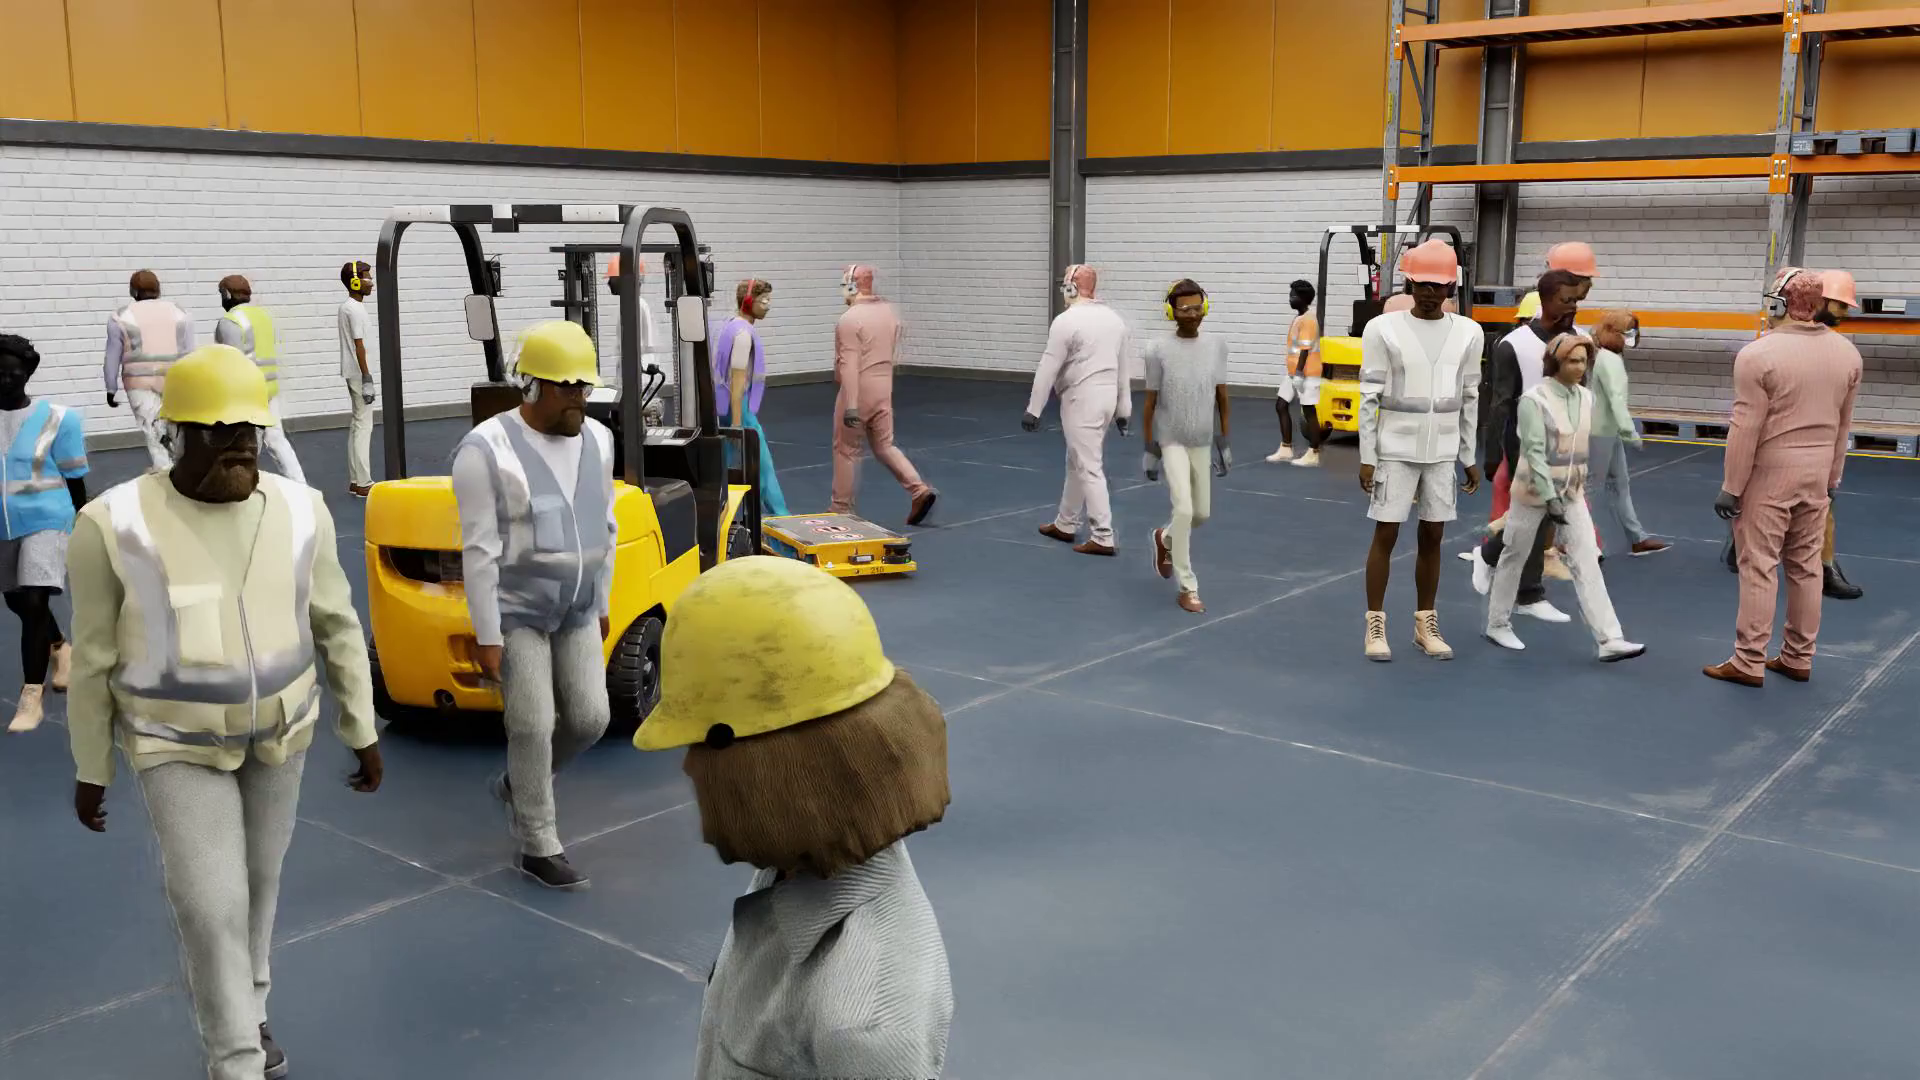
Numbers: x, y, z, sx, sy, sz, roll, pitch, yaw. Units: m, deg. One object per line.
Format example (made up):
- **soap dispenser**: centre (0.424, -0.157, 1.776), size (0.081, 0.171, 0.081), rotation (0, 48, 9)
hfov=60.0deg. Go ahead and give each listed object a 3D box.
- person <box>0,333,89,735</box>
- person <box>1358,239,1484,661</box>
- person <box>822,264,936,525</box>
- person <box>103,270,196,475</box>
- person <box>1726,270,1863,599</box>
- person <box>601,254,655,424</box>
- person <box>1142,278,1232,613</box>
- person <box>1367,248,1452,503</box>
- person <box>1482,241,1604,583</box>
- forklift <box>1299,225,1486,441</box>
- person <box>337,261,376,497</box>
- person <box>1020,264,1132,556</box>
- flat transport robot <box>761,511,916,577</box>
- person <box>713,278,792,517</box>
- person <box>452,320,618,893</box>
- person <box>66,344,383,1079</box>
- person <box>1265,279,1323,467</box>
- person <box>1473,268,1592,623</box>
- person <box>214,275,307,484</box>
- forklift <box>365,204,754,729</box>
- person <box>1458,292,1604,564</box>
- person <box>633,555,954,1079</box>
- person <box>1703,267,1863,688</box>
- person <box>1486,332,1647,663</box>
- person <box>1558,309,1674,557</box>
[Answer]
- **person**: centre (-4.011, -0.071, 7.170), size (0.522, 1.660, 0.860), rotation (-1, 10, -6)
- **person**: centre (2.225, -0.419, 8.037), size (0.605, 2.036, 0.393), rotation (-1, 10, -5)
- **person**: centre (-0.626, -1.022, 11.865), size (0.855, 1.875, 0.655), rotation (7, 12, 32)
- **person**: centre (-6.373, -1.208, 13.068), size (0.657, 1.791, 0.941), rotation (-10, 14, -43)
- **person**: centre (4.904, -0.641, 9.751), size (0.533, 1.877, 1.035), rotation (-3, 11, -14)
- **person**: centre (-2.699, -1.264, 13.046), size (0.780, 1.913, 0.571), rotation (-1, 10, -7)
- **person**: centre (1.233, -0.549, 9.344), size (0.508, 1.836, 0.767), rotation (-3, 11, -18)
- **person**: centre (3.504, -1.270, 12.939), size (0.633, 1.971, 0.734), rotation (-2, 10, -13)
- **person**: centre (3.493, -0.751, 9.894), size (0.533, 2.024, 0.622), rotation (4, 11, 23)
- **forklift**: centre (4.449, -2.115, 16.993), size (1.214, 2.155, 2.313), rotation (8, 13, 38)
- **person**: centre (-4.749, -1.272, 13.236), size (0.328, 1.868, 0.512), rotation (-6, 12, -29)
- **person**: centre (0.731, -0.855, 10.923), size (0.891, 1.870, 0.674), rotation (8, 13, 39)
- **flat transport robot**: centre (-0.847, 0.012, 10.535), size (0.652, 0.197, 1.431), rotation (-5, 11, -24)
- **person**: centre (-1.441, -0.844, 11.090), size (0.970, 1.785, 0.636), rotation (-3, 11, -16)
- **person**: centre (-1.317, 0.208, 5.232), size (0.562, 1.803, 0.599), rotation (8, 13, 38)
- **person**: centre (-1.627, 0.464, 3.795), size (0.830, 1.794, 0.632), rotation (10, 14, 44)
- **person**: centre (2.981, -1.487, 14.914), size (0.593, 1.674, 0.558), rotation (0, 10, -1)
- **person**: centre (3.088, -0.536, 9.098), size (0.599, 1.892, 0.761), rotation (-5, 12, -28)
- **person**: centre (-5.355, -1.097, 12.538), size (0.958, 1.783, 0.669), rotation (2, 10, 10)
- **forklift**: centre (-1.766, -0.406, 7.525), size (1.214, 2.155, 2.313), rotation (1, 10, 7)
- **person**: centre (3.584, -0.662, 10.240), size (0.538, 1.726, 0.894), rotation (-9, 14, -42)
- **person**: centre (-0.158, 0.867, 1.747), size (0.315, 1.735, 0.483), rotation (-2, 10, -12)
- **person**: centre (3.739, -0.279, 7.607), size (0.641, 1.913, 0.407), rotation (-3, 11, -17)
- **person**: centre (2.896, -0.194, 8.015), size (0.506, 1.589, 0.892), rotation (-5, 11, -25)
- **person**: centre (4.180, -0.647, 10.523), size (0.745, 1.598, 0.515), rotation (5, 11, 24)
